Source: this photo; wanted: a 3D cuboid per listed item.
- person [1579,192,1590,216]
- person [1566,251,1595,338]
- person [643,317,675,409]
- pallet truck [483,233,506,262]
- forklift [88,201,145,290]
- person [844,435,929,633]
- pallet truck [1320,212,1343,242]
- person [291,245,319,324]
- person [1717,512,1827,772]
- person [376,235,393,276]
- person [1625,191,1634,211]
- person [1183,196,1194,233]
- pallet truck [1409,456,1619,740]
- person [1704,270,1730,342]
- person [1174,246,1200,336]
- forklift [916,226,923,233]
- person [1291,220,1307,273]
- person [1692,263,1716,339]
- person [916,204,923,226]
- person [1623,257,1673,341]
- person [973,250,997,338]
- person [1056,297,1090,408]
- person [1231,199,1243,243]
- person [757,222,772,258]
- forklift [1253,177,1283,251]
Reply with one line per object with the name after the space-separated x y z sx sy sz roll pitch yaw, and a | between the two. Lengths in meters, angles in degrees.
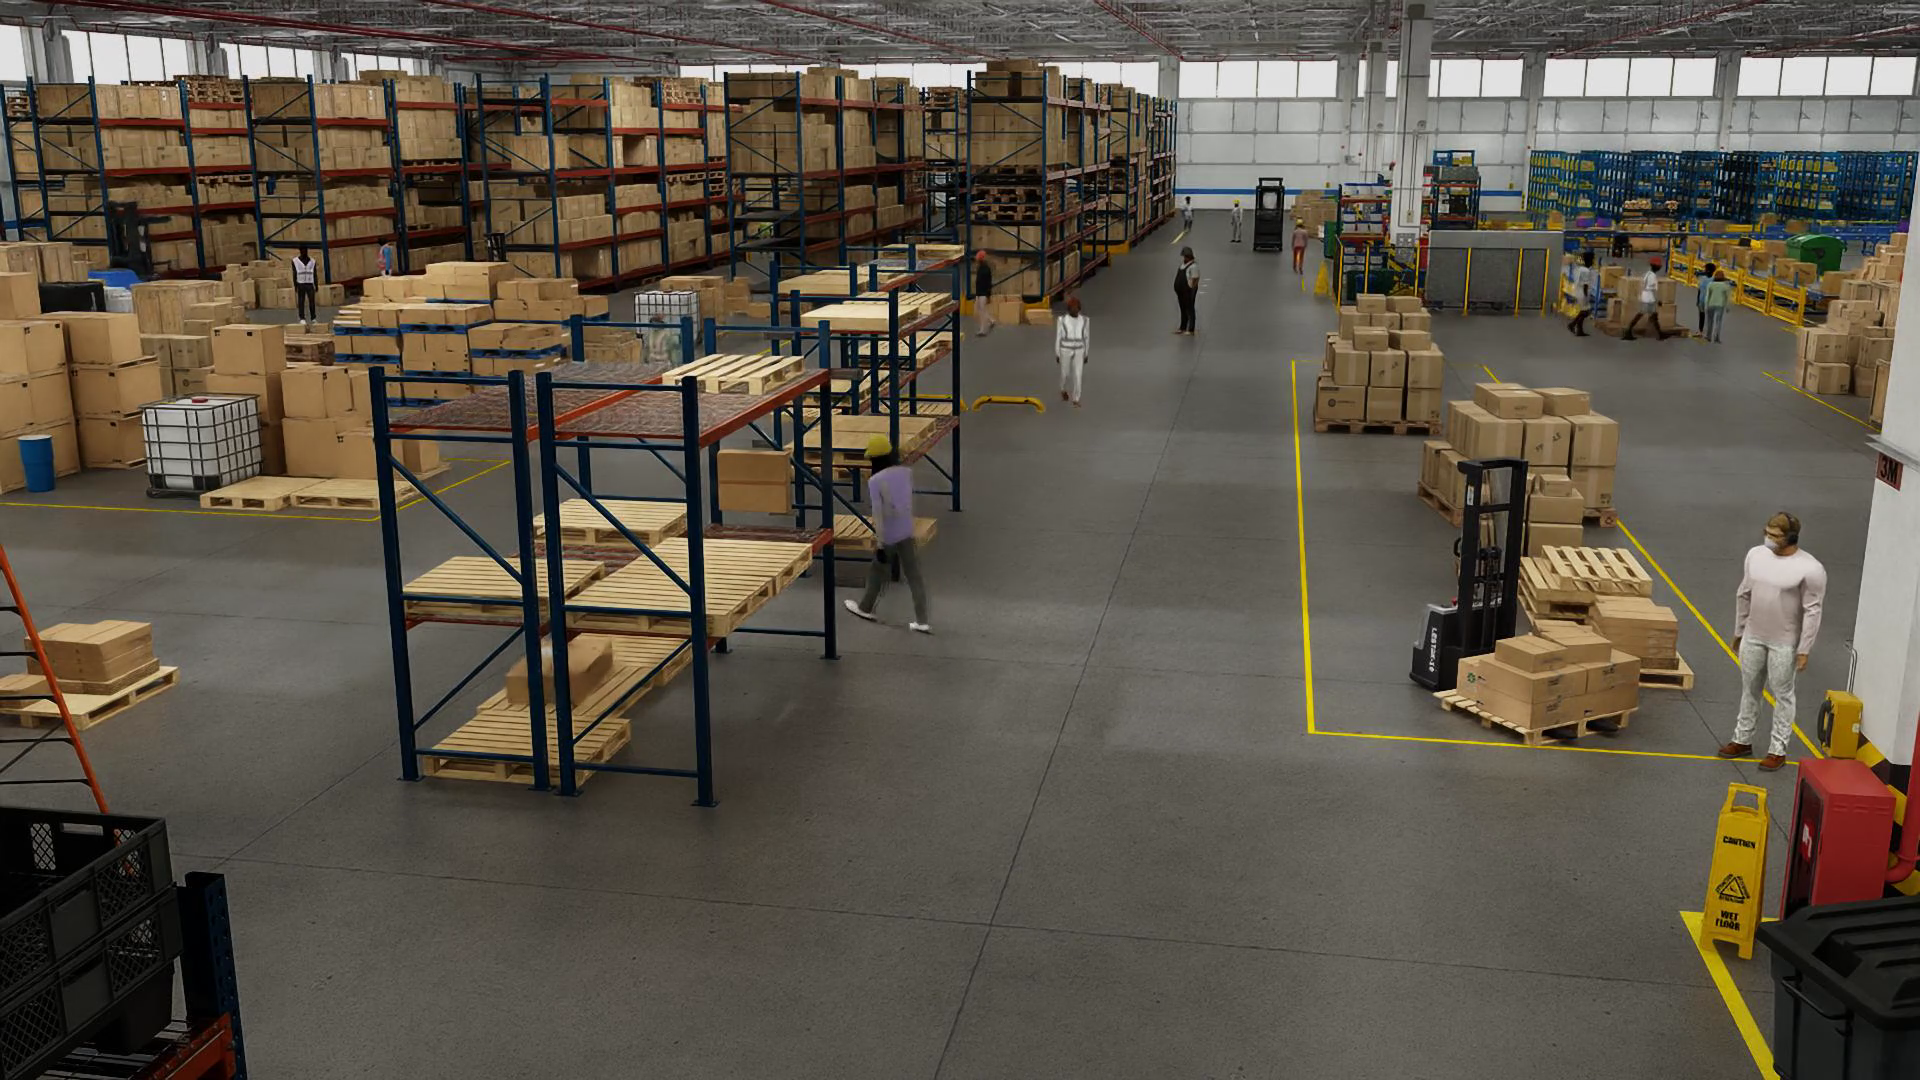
30.147 -16.057 80.367 0.667 1.926 0.448 -4 14 -15 | person
14.074 -5.537 37.587 0.466 1.951 0.641 3 14 13 | person
-5.035 -2.928 27.745 0.535 1.588 0.874 7 15 26 | person
-11.832 -7.026 43.548 1.885 1.965 0.823 8 16 28 | pallet truck
-21.628 -7.364 43.100 1.129 2.768 1.873 8 16 31 | forklift
-0.671 -0.072 15.600 1.024 1.848 0.621 13 19 43 | person
15.874 -13.227 70.310 0.680 1.201 1.601 10 17 35 | pallet truck
-15.910 -6.215 40.446 0.588 1.911 0.394 -11 18 -37 | person
5.952 0.732 12.181 0.370 1.934 0.627 -8 16 -30 | person
-15.691 -7.404 45.402 0.430 1.845 0.624 -7 15 -26 | person
32.433 -16.060 80.562 0.403 1.833 0.591 -7 15 -26 | person
10.416 -14.829 75.875 0.551 1.677 0.490 -4 14 -17 | person
4.504 0.400 13.395 0.823 1.965 1.885 -6 15 -23 | pallet truck
16.719 -5.160 36.765 0.516 1.606 0.581 6 15 24 | person
5.158 -5.703 38.085 0.535 2.000 0.687 -5 15 -19 | person
-2.259 -12.050 62.128 1.873 2.768 1.129 2 14 9 | forklift
11.198 -9.695 54.919 0.529 1.736 0.802 3 14 11 | person
16.897 -5.409 37.599 0.317 1.695 0.540 -8 16 -29 | person
-1.869 -14.033 72.368 0.597 1.818 0.429 1 14 5 | person
15.371 -5.366 37.061 1.054 1.882 0.543 6 15 21 | person
0.564 -5.580 37.707 0.544 1.977 0.629 -6 15 -22 | person
1.909 -3.202 28.290 0.590 1.868 0.718 -1 14 -6 | person
11.591 -13.375 69.695 0.403 1.825 0.591 -10 17 -35 | person
-7.197 -11.250 61.316 0.540 1.695 0.317 -5 15 -21 | person
12.083 -12.747 64.956 1.129 2.768 1.873 3 14 10 | forklift
